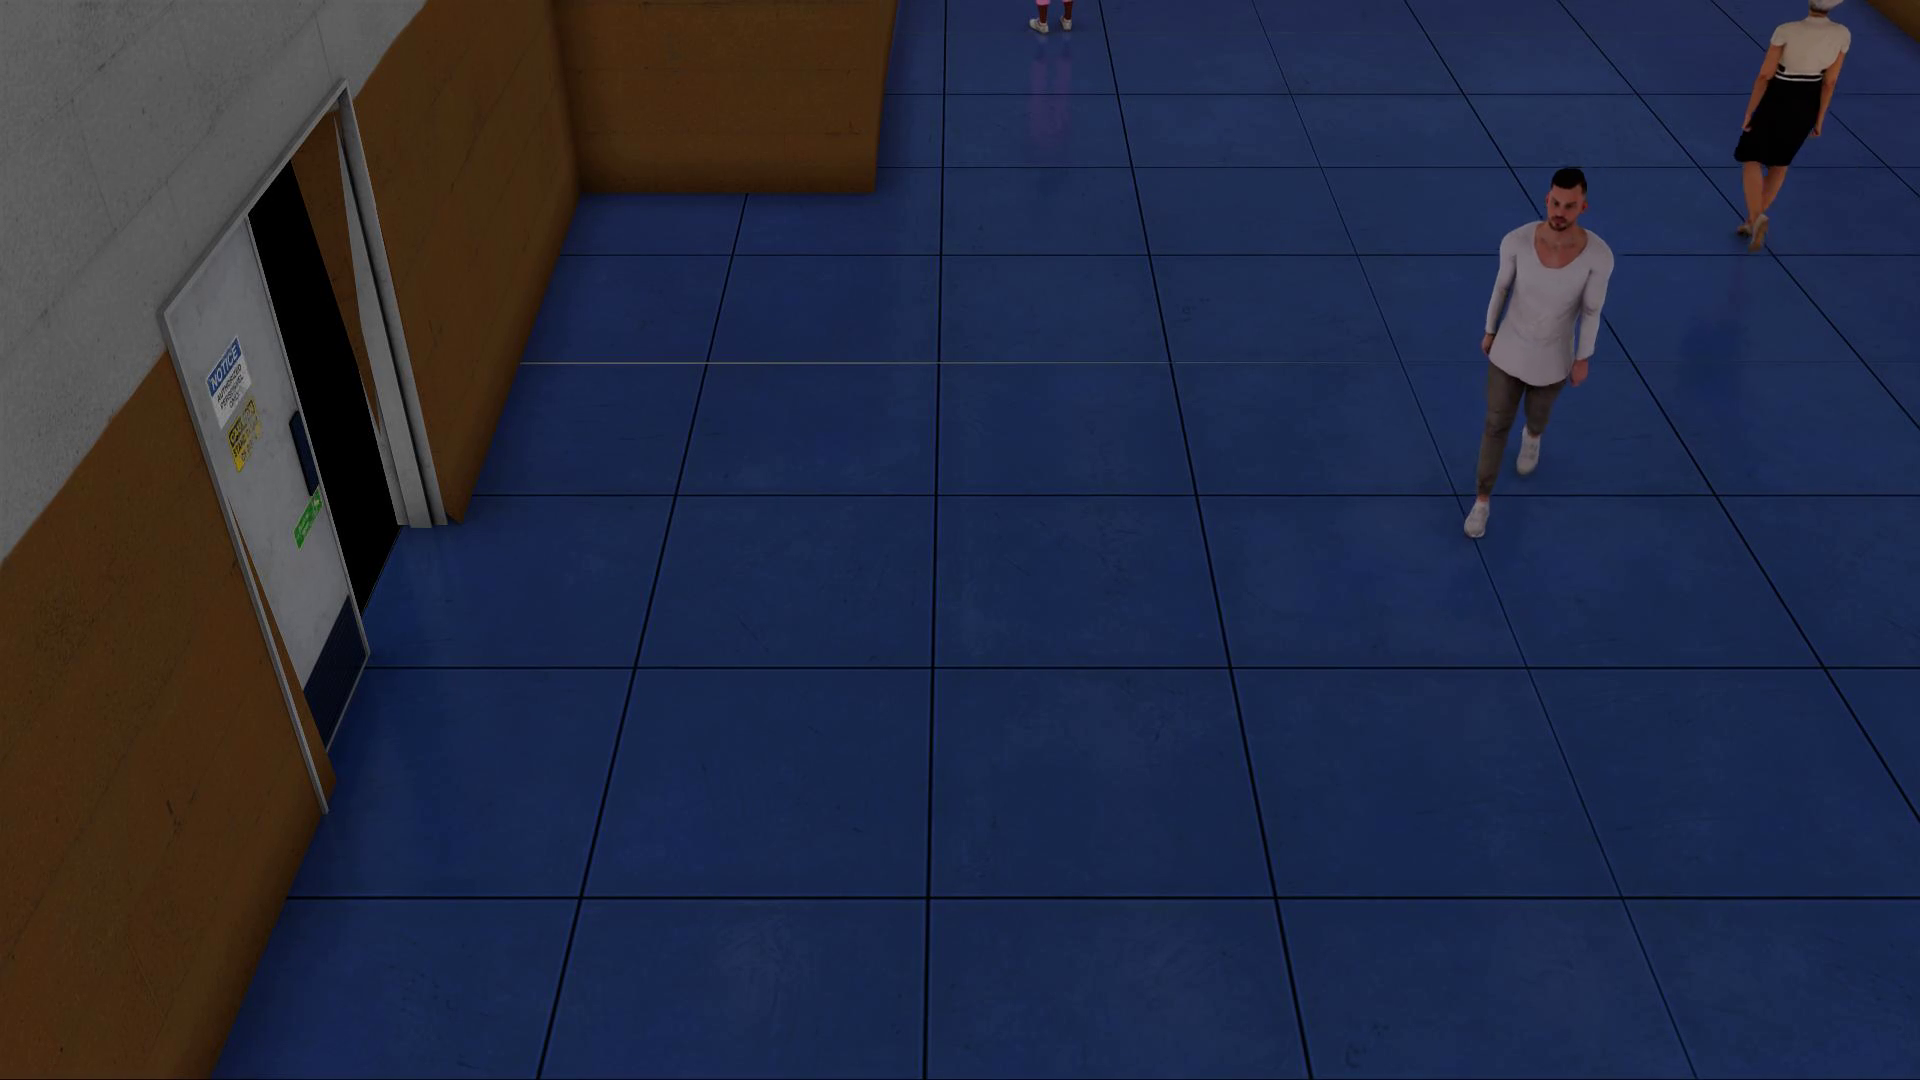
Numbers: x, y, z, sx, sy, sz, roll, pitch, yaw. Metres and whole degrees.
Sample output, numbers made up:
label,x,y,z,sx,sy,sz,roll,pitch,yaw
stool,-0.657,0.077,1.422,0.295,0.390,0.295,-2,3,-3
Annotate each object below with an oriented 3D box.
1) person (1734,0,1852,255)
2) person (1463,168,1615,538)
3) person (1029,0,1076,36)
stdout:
label,x,y,z,sx,sy,sz,roll,pitch,yaw
person,5.053,-2.548,10.153,0.870,1.743,0.761,5,37,7
person,2.772,-0.949,7.971,1.206,1.805,1.057,15,39,19
person,0.757,-4.968,13.379,0.542,1.742,0.693,-11,38,-14
